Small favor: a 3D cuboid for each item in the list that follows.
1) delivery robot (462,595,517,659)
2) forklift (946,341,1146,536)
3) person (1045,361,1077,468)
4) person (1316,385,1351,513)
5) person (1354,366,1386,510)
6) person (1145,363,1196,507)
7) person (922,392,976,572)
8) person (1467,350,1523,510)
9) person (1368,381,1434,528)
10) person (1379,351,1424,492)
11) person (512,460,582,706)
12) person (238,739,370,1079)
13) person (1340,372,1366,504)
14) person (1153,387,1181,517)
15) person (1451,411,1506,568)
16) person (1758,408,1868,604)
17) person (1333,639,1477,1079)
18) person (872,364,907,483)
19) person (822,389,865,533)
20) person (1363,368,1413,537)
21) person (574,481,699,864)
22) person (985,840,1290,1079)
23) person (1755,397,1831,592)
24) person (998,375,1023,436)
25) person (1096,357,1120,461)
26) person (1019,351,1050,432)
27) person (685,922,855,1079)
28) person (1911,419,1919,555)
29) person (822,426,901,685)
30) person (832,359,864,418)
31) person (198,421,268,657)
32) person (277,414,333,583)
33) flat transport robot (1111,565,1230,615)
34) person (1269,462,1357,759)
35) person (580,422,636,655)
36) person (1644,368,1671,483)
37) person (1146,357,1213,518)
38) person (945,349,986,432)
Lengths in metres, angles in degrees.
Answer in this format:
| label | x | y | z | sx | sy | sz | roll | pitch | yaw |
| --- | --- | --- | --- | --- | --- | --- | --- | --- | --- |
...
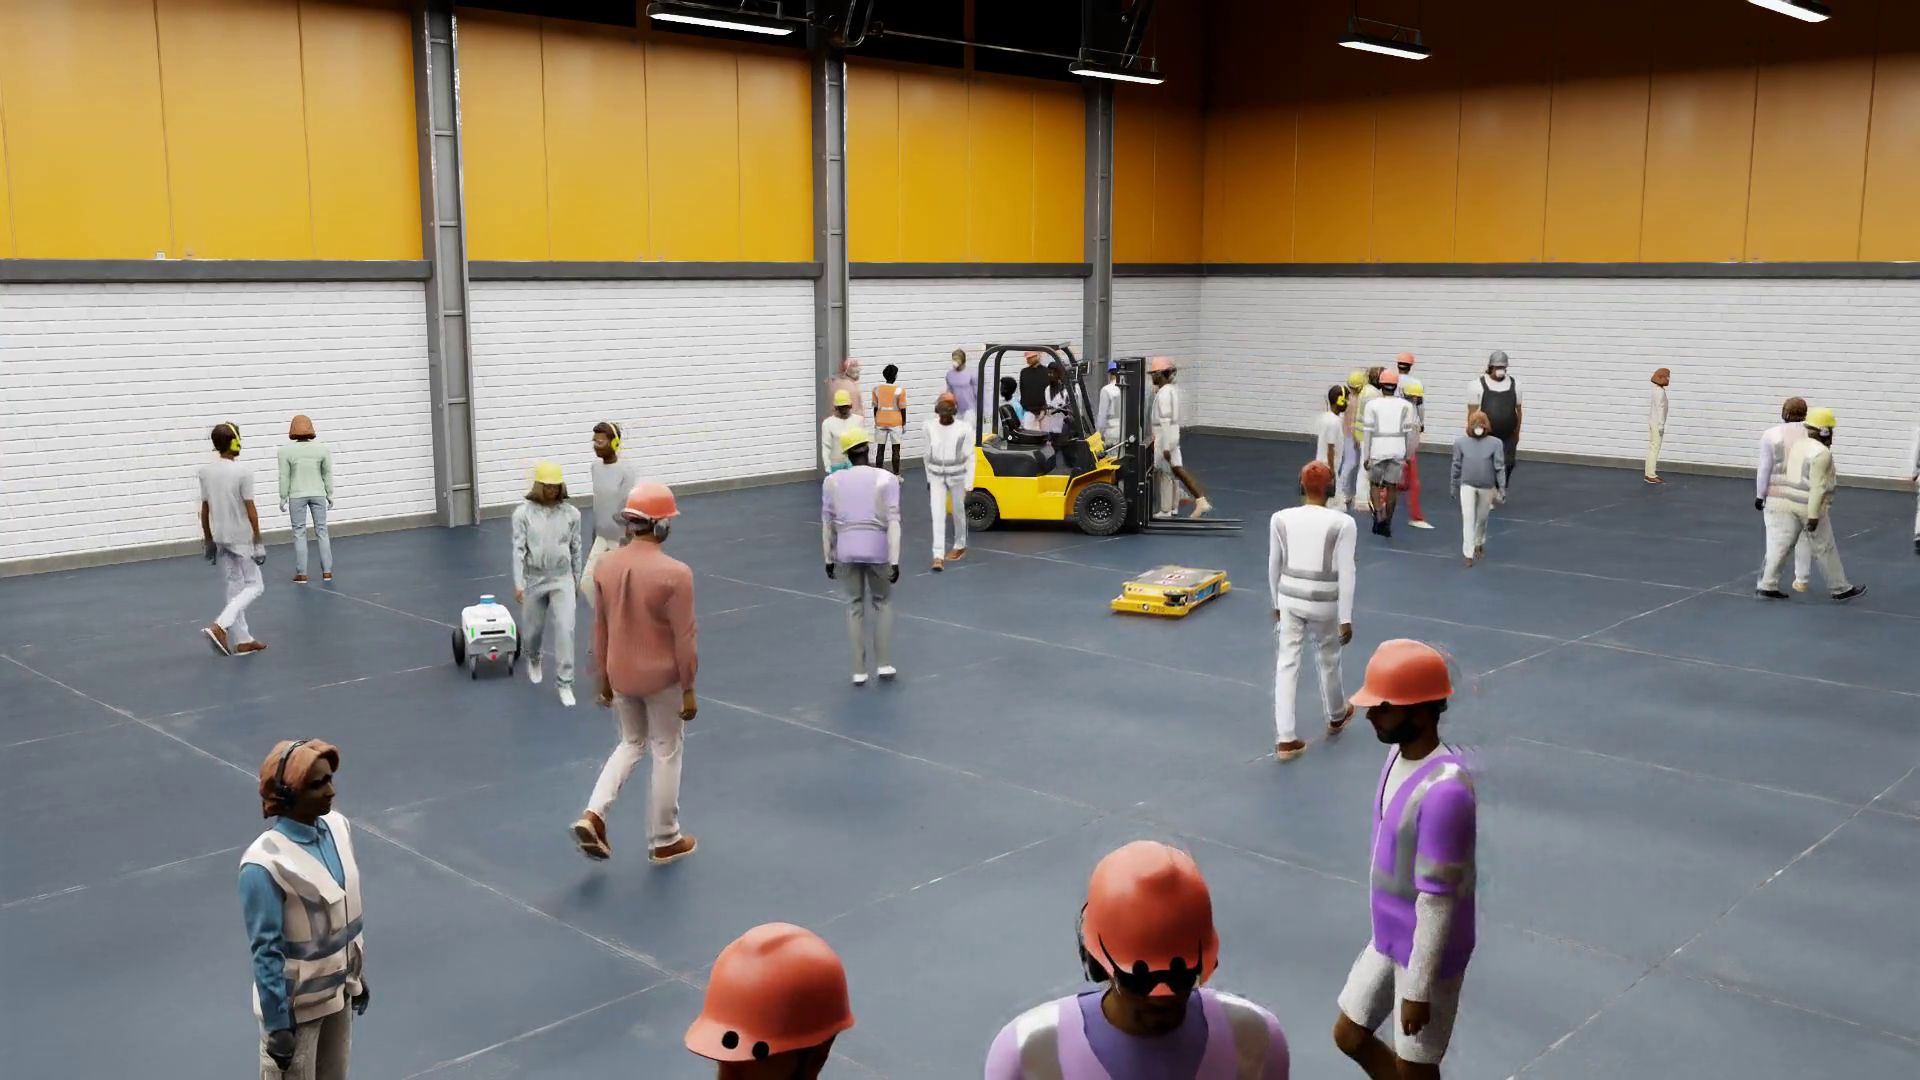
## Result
| label | x | y | z | sx | sy | sz | roll | pitch | yaw |
| --- | --- | --- | --- | --- | --- | --- | --- | --- | --- |
| delivery robot | -3.579 | 0.662 | 12.624 | 0.477 | 0.478 | 0.707 | -4 | 10 | -21 |
| forklift | 0.977 | -1.223 | 19.452 | 2.313 | 2.155 | 1.214 | 2 | 9 | 11 |
| person | 1.209 | -1.344 | 21.223 | 1.032 | 1.855 | 0.608 | -6 | 11 | -32 |
| person | 3.836 | -0.701 | 17.354 | 0.474 | 1.845 | 0.527 | 1 | 9 | 3 |
| person | 5.236 | -1.269 | 20.895 | 0.569 | 1.823 | 0.634 | 2 | 9 | 11 |
| person | 2.520 | -1.344 | 21.206 | 1.046 | 1.876 | 0.736 | 1 | 9 | 7 |
| person | -0.098 | -0.609 | 16.909 | 0.582 | 1.808 | 1.068 | 2 | 10 | 13 |
| person | 6.744 | -1.394 | 20.969 | 0.693 | 2.000 | 0.535 | 1 | 9 | 5 |
| person | 5.213 | -1.011 | 19.567 | 0.751 | 1.743 | 0.533 | 5 | 10 | 26 |
| person | 6.043 | -1.615 | 22.696 | 0.555 | 1.922 | 0.467 | 6 | 11 | 34 |
| person | -2.918 | 0.270 | 11.769 | 0.487 | 1.715 | 0.758 | -3 | 10 | -20 |
| person | -1.972 | 1.403 | 5.050 | 0.308 | 1.640 | 0.511 | 1 | 9 | 6 |
| person | 5.091 | -1.335 | 21.628 | 0.310 | 1.722 | 0.619 | 2 | 10 | 14 |
| person | 2.523 | -1.081 | 20.284 | 0.312 | 1.638 | 0.512 | 6 | 11 | 31 |
| person | 5.353 | -0.552 | 17.192 | 0.525 | 1.598 | 0.833 | 2 | 10 | 15 |
| person | 7.760 | -0.306 | 15.091 | 0.934 | 1.778 | 0.613 | 0 | 9 | -2 |
| person | 1.378 | 1.246 | 5.149 | 0.402 | 1.921 | 0.571 | 0 | 9 | -1 |
| person | -0.991 | -1.634 | 23.525 | 0.531 | 1.690 | 0.319 | 3 | 10 | 20 |
| person | -1.293 | -0.849 | 18.662 | 0.525 | 1.686 | 0.934 | -3 | 10 | -16 |
| person | 4.846 | -0.984 | 18.852 | 0.565 | 1.917 | 0.473 | 1 | 9 | 8 |
| person | -1.612 | 0.695 | 8.350 | 0.614 | 1.982 | 0.596 | 5 | 11 | 29 |
| person | 0.332 | 1.509 | 3.343 | 0.611 | 2.002 | 0.929 | -2 | 9 | -11 |
| person | 7.803 | -0.425 | 15.648 | 0.633 | 1.839 | 0.429 | 1 | 9 | 6 |
| person | 0.667 | -1.269 | 21.273 | 0.590 | 1.683 | 0.545 | -4 | 10 | -21 |
| person | 1.967 | -1.325 | 20.917 | 0.643 | 1.930 | 0.441 | -8 | 12 | -41 |
| person | 1.076 | -1.887 | 24.292 | 0.603 | 1.929 | 1.015 | 5 | 10 | 27 |
| person | -0.311 | 1.599 | 2.924 | 0.347 | 1.942 | 0.549 | -8 | 12 | -40 |
| person | 10.423 | -0.735 | 17.669 | 0.599 | 1.803 | 0.834 | 8 | 12 | 40 |
| person | -0.729 | 0.111 | 12.221 | 0.602 | 1.880 | 0.582 | 1 | 9 | 6 |
| person | -1.453 | -1.423 | 21.693 | 0.400 | 1.871 | 0.743 | -4 | 10 | -25 |
| person | -5.666 | 0.013 | 12.917 | 0.530 | 1.855 | 0.610 | 3 | 10 | 20 |
| person | -6.334 | -0.400 | 16.119 | 0.508 | 1.632 | 0.268 | -6 | 11 | -34 |
| flat transport robot | 1.938 | 0.441 | 15.135 | 0.652 | 0.197 | 1.431 | 5 | 10 | 26 |
| person | 2.244 | 0.415 | 10.527 | 0.606 | 1.823 | 1.019 | 6 | 11 | 31 |
| person | -2.751 | 0.007 | 12.933 | 0.552 | 1.857 | 0.493 | 7 | 11 | 36 |
| person | 9.924 | -1.625 | 23.630 | 0.272 | 1.632 | 0.507 | 2 | 10 | 14 |
| person | 2.536 | -1.214 | 20.074 | 1.085 | 1.996 | 0.601 | 3 | 10 | 20 |
| person | 0.025 | -1.863 | 24.400 | 0.639 | 1.860 | 1.072 | 8 | 13 | 42 |
